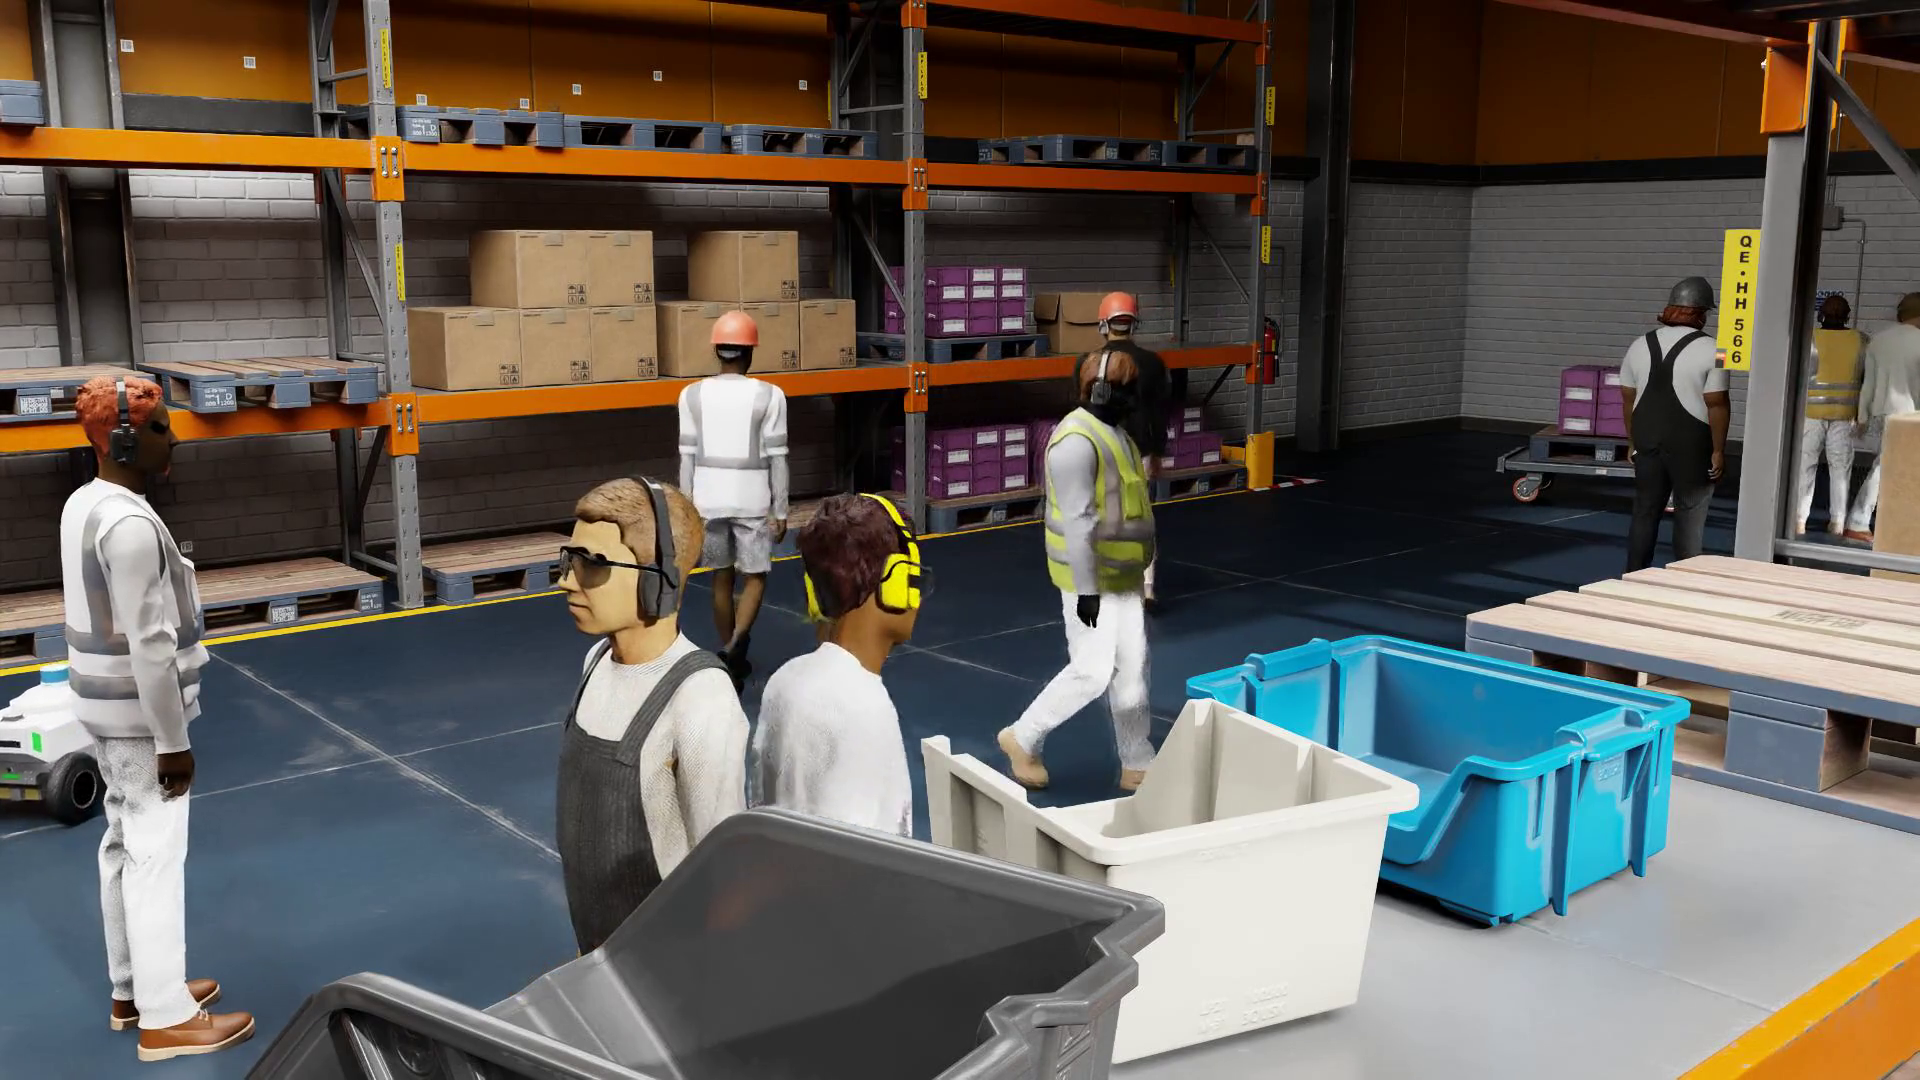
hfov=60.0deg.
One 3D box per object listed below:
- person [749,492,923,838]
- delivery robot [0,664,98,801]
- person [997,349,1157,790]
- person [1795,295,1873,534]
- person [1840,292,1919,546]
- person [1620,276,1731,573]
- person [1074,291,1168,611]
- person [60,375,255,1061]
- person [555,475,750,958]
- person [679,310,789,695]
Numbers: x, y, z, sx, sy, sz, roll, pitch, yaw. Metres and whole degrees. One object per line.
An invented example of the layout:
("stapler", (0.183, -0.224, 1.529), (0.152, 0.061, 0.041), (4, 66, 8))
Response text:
("person", (-0.183, 0.828, 2.930), (0.960, 1.800, 0.589), (-6, 12, -28))
("delivery robot", (-3.596, 0.740, 6.643), (0.477, 0.478, 0.707), (1, 10, 7))
("person", (0.549, 0.145, 6.691), (0.719, 1.821, 0.642), (5, 11, 26))
("person", (6.662, -0.958, 12.811), (0.633, 1.842, 0.429), (2, 10, 10))
("person", (7.032, -0.886, 12.332), (1.033, 1.865, 0.688), (-2, 10, -10))
("person", (4.476, -0.613, 10.324), (0.536, 2.000, 0.688), (-7, 12, -34))
("person", (1.004, -0.552, 10.249), (0.636, 1.951, 1.014), (-2, 10, -13))
("person", (-2.248, 0.489, 4.592), (0.347, 1.882, 0.584), (-8, 13, -39))
("person", (-0.553, 0.800, 2.958), (0.345, 1.847, 0.506), (-8, 13, -37))
("person", (-1.132, -0.168, 8.210), (0.552, 1.917, 0.749), (1, 10, 6))
